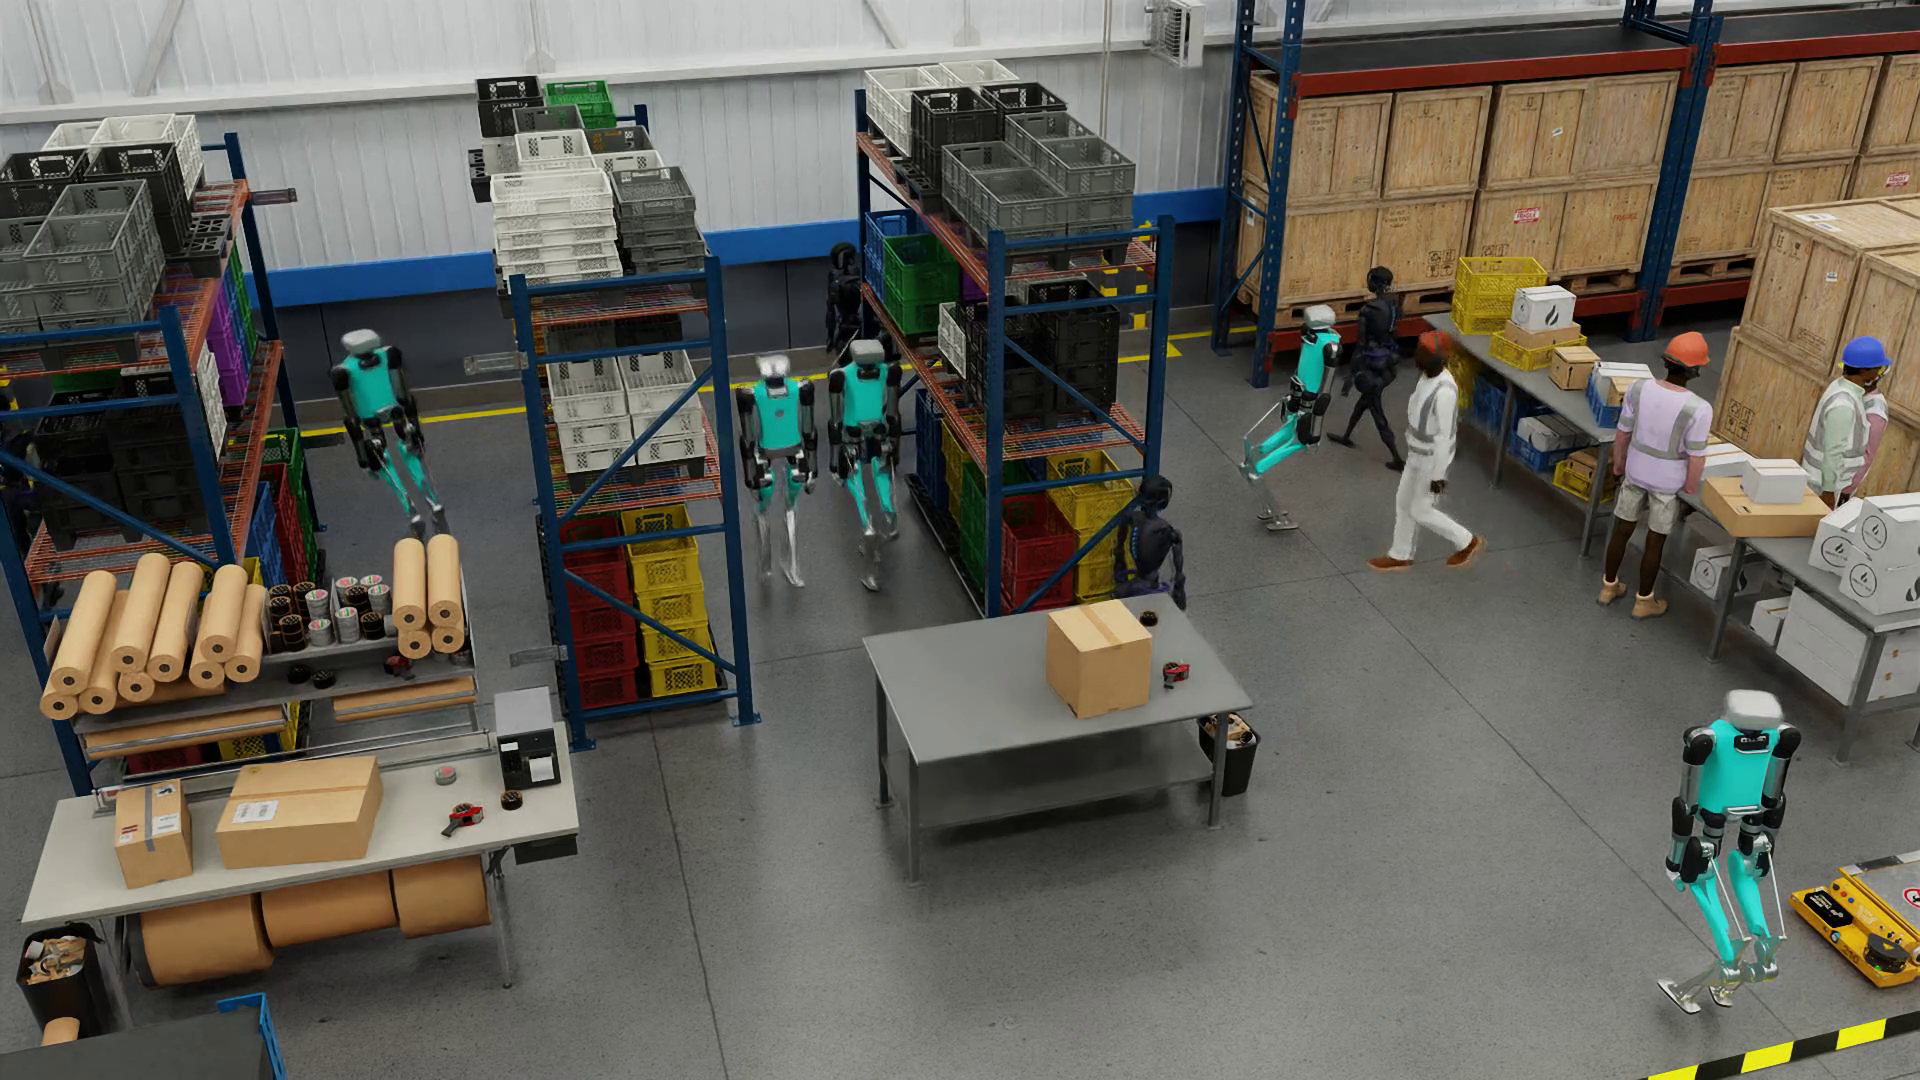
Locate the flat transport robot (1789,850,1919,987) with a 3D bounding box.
[{"bbox_3d":[5.163,1.916,8.676,1.431,0.231,0.659,-8,30,-14],"label":"flat transport robot"}]

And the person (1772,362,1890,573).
[{"bbox_3d":[6.012,-0.485,11.420,0.404,1.833,0.589,3,29,6],"label":"person"}]

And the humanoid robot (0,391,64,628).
[{"bbox_3d":[-6.293,-0.200,11.079,0.602,1.642,0.650,-4,29,-6],"label":"humanoid robot"}]

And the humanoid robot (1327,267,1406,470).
[{"bbox_3d":[3.327,-1.378,13.281,0.844,1.620,0.588,25,37,38],"label":"humanoid robot"}]

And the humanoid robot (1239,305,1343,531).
[{"bbox_3d":[2.339,-0.872,12.117,0.737,1.694,0.530,-5,29,-10],"label":"humanoid robot"}]

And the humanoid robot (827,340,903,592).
[{"bbox_3d":[-0.580,-0.466,11.502,0.557,1.782,0.893,-11,31,-20],"label":"humanoid robot"}]

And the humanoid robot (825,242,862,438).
[{"bbox_3d":[-0.896,-1.653,13.703,0.305,1.650,0.616,-22,36,-34],"label":"humanoid robot"}]

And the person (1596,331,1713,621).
[{"bbox_3d":[4.655,-0.428,11.101,0.377,2.041,0.615,-21,35,-33],"label":"person"}]

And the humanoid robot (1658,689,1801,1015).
[{"bbox_3d":[3.610,1.546,7.684,0.533,1.677,0.735,-3,29,-5],"label":"humanoid robot"}]

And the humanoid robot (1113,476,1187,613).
[{"bbox_3d":[1.106,0.384,10.062,0.832,1.622,0.608,-23,36,-35],"label":"humanoid robot"}]

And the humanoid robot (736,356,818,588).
[{"bbox_3d":[-1.273,-0.509,11.570,0.544,1.796,0.727,-7,30,-13],"label":"humanoid robot"}]

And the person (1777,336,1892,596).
[{"bbox_3d":[5.880,-0.458,11.249,0.375,1.950,0.613,14,32,24],"label":"person"}]

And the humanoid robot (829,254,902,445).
[{"bbox_3d":[-0.754,-1.539,13.431,0.778,1.757,0.531,-16,33,-27],"label":"humanoid robot"}]

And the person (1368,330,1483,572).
[{"bbox_3d":[3.329,-0.584,11.569,0.679,1.861,0.599,0,29,1],"label":"person"}]

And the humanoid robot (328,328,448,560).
[{"bbox_3d":[-3.924,-0.542,11.724,0.726,1.882,0.550,23,36,36],"label":"humanoid robot"}]
